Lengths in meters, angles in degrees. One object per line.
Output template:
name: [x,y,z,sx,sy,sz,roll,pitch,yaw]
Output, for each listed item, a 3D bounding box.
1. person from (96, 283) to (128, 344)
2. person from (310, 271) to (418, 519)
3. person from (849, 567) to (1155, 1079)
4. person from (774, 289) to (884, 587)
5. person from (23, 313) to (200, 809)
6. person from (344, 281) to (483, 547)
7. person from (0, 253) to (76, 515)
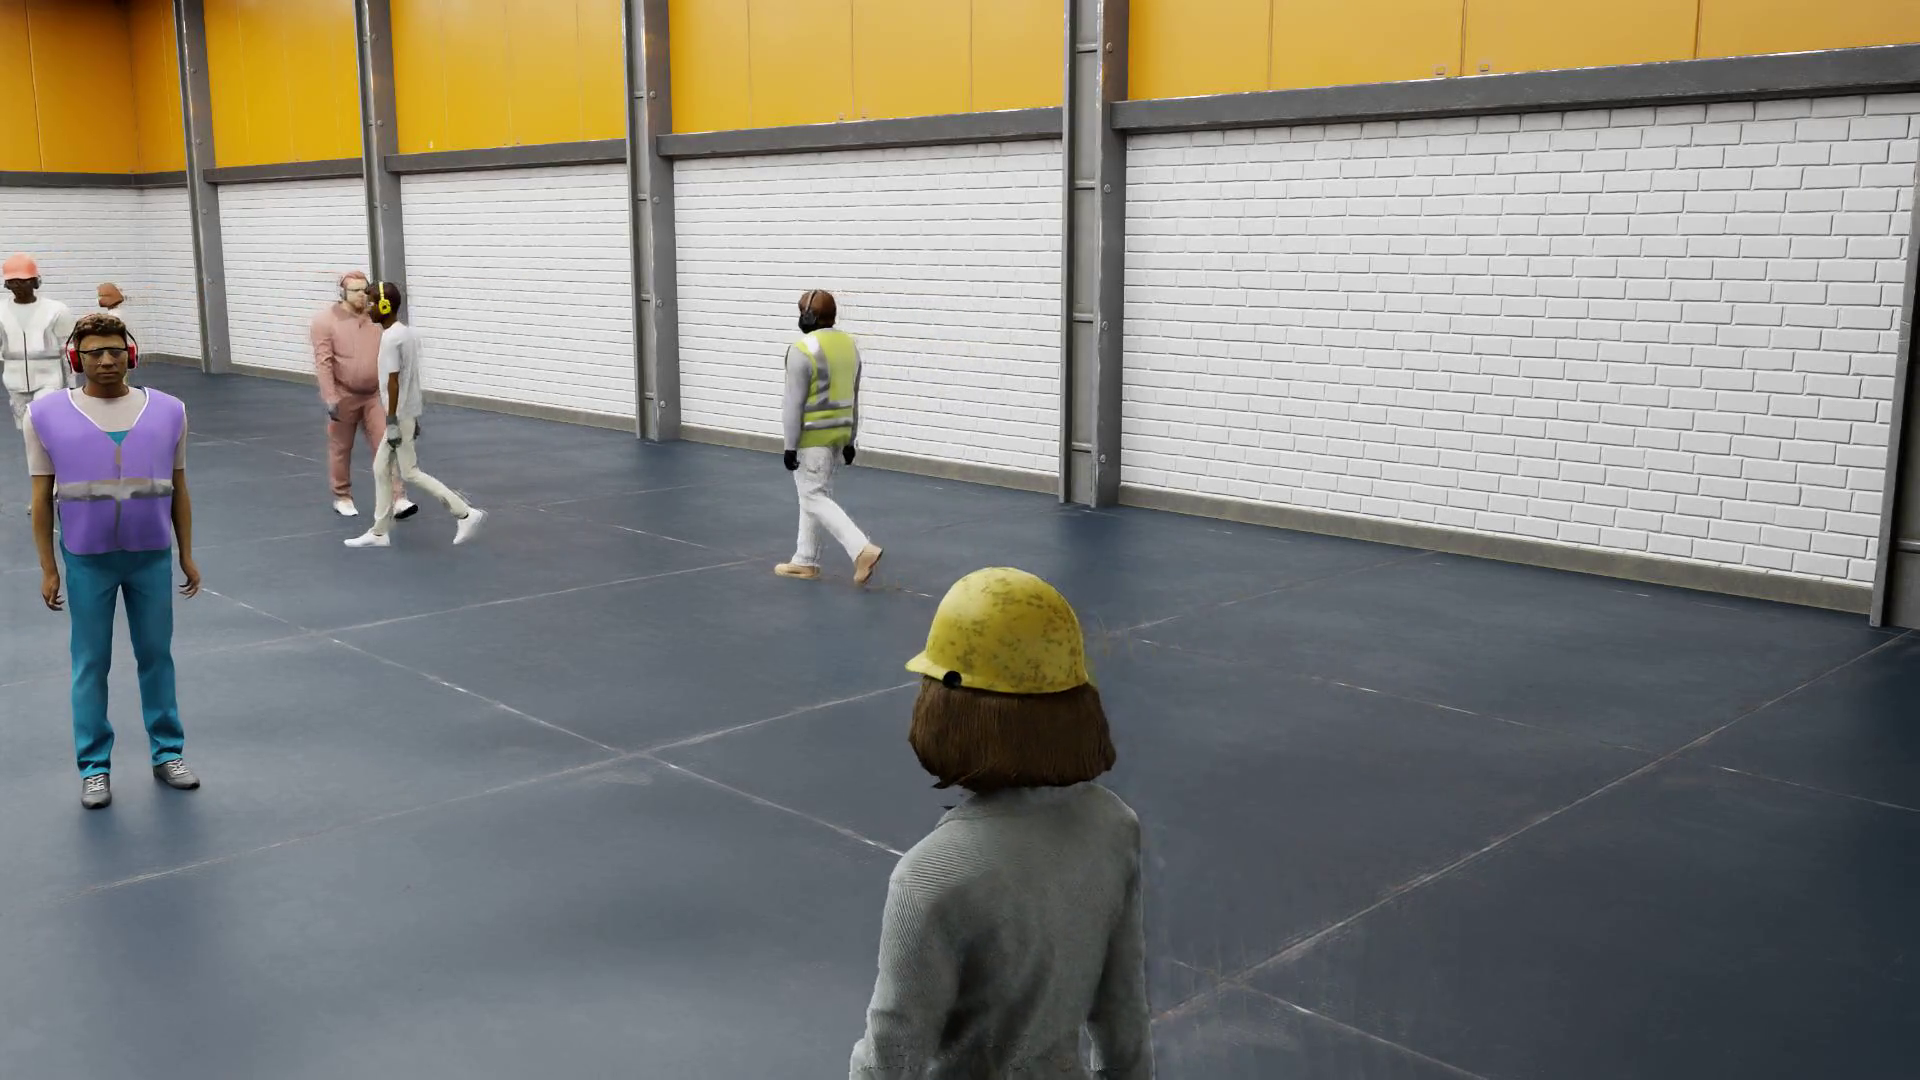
person: [-8.979,-1.928,17.766,0.413,1.621,0.508,-4,11,-21]
person: [-4.478,-1.066,12.442,0.643,1.856,0.988,-10,14,-42]
person: [0.083,0.877,2.308,0.931,1.697,0.492,7,12,32]
person: [-0.809,-0.614,10.109,0.817,1.814,0.631,6,12,29]
person: [-3.191,0.067,6.312,0.565,1.846,0.390,-9,14,-40]
person: [-3.765,-0.847,11.350,0.876,1.833,0.535,-2,11,-11]
person: [-7.272,-1.243,13.051,0.623,2.004,1.019,-3,11,-14]
